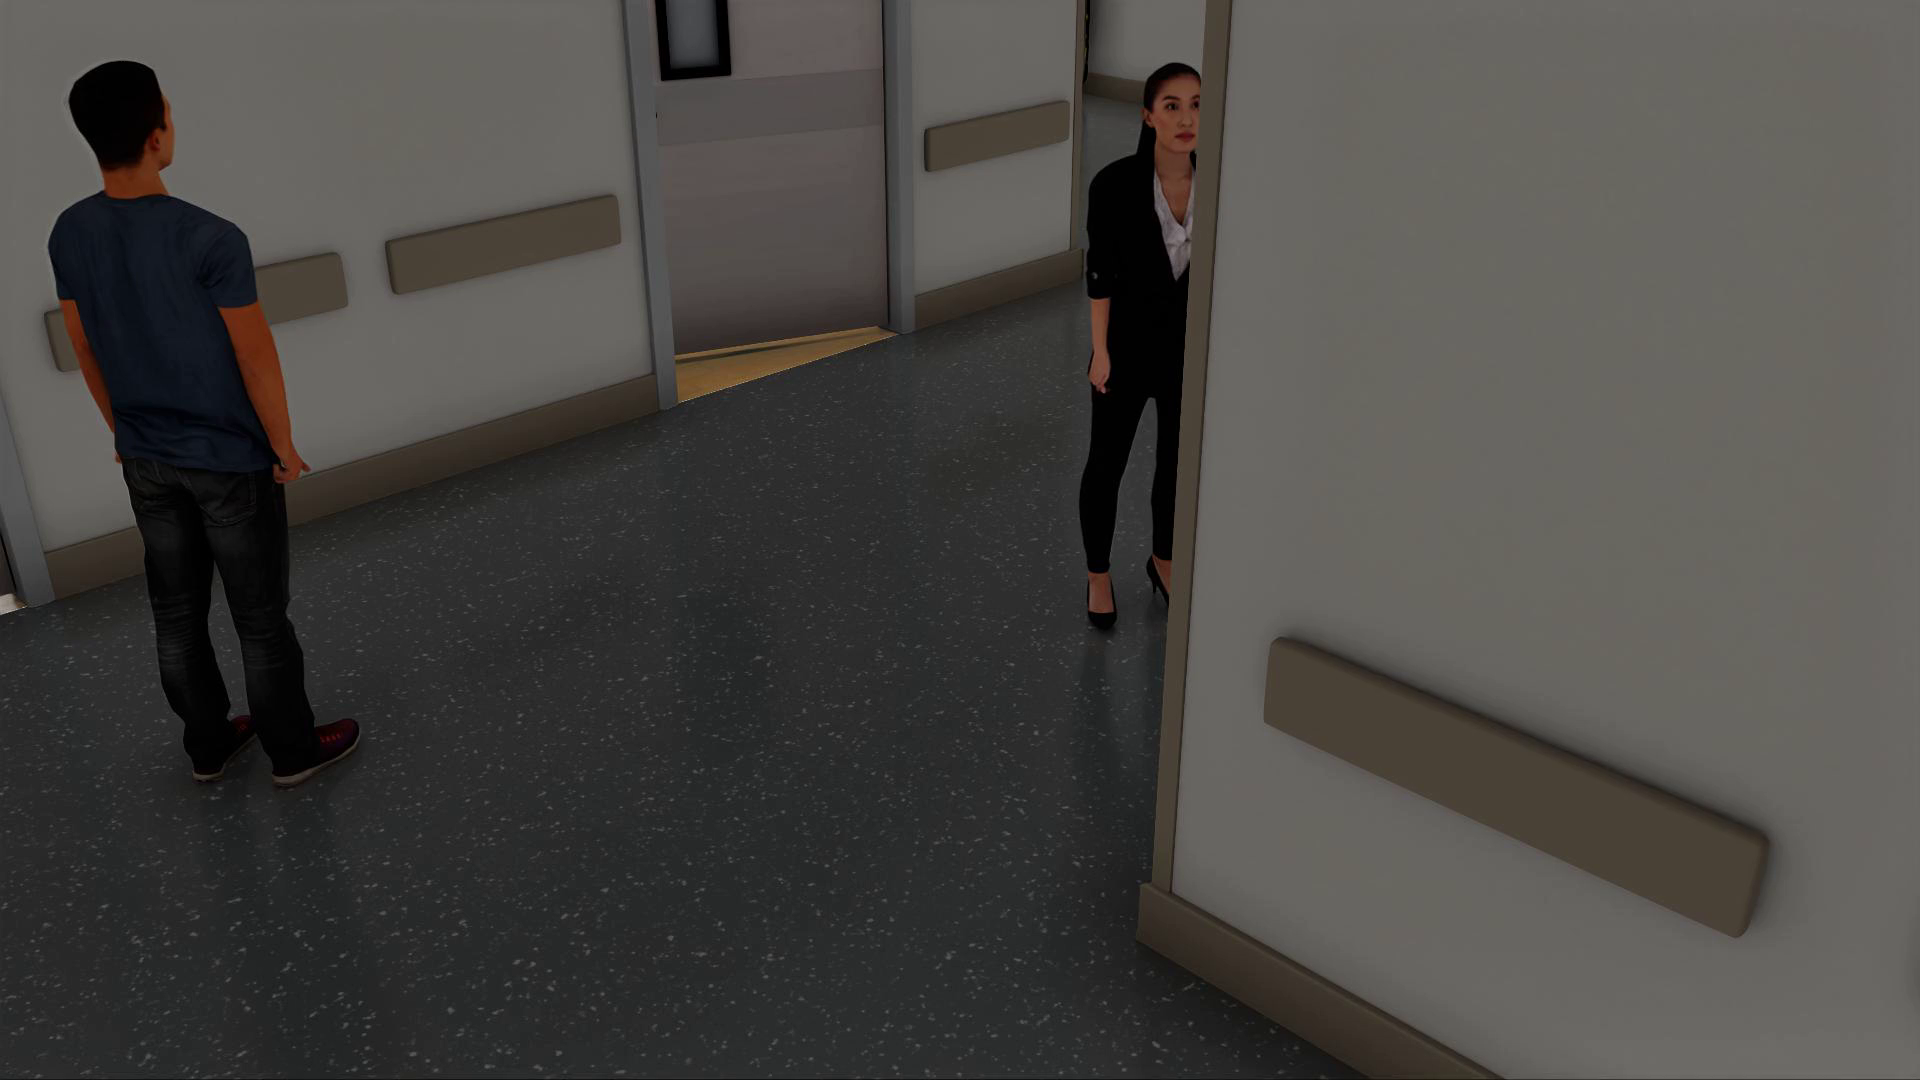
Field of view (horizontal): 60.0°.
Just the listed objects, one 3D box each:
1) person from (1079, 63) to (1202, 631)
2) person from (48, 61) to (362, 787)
[{"bbox_3d":[0.565,-0.543,4.837,0.640,1.661,0.746,-7,27,-14],"label":"person"},{"bbox_3d":[-1.846,-0.224,4.005,0.725,1.810,0.746,4,26,8],"label":"person"}]
